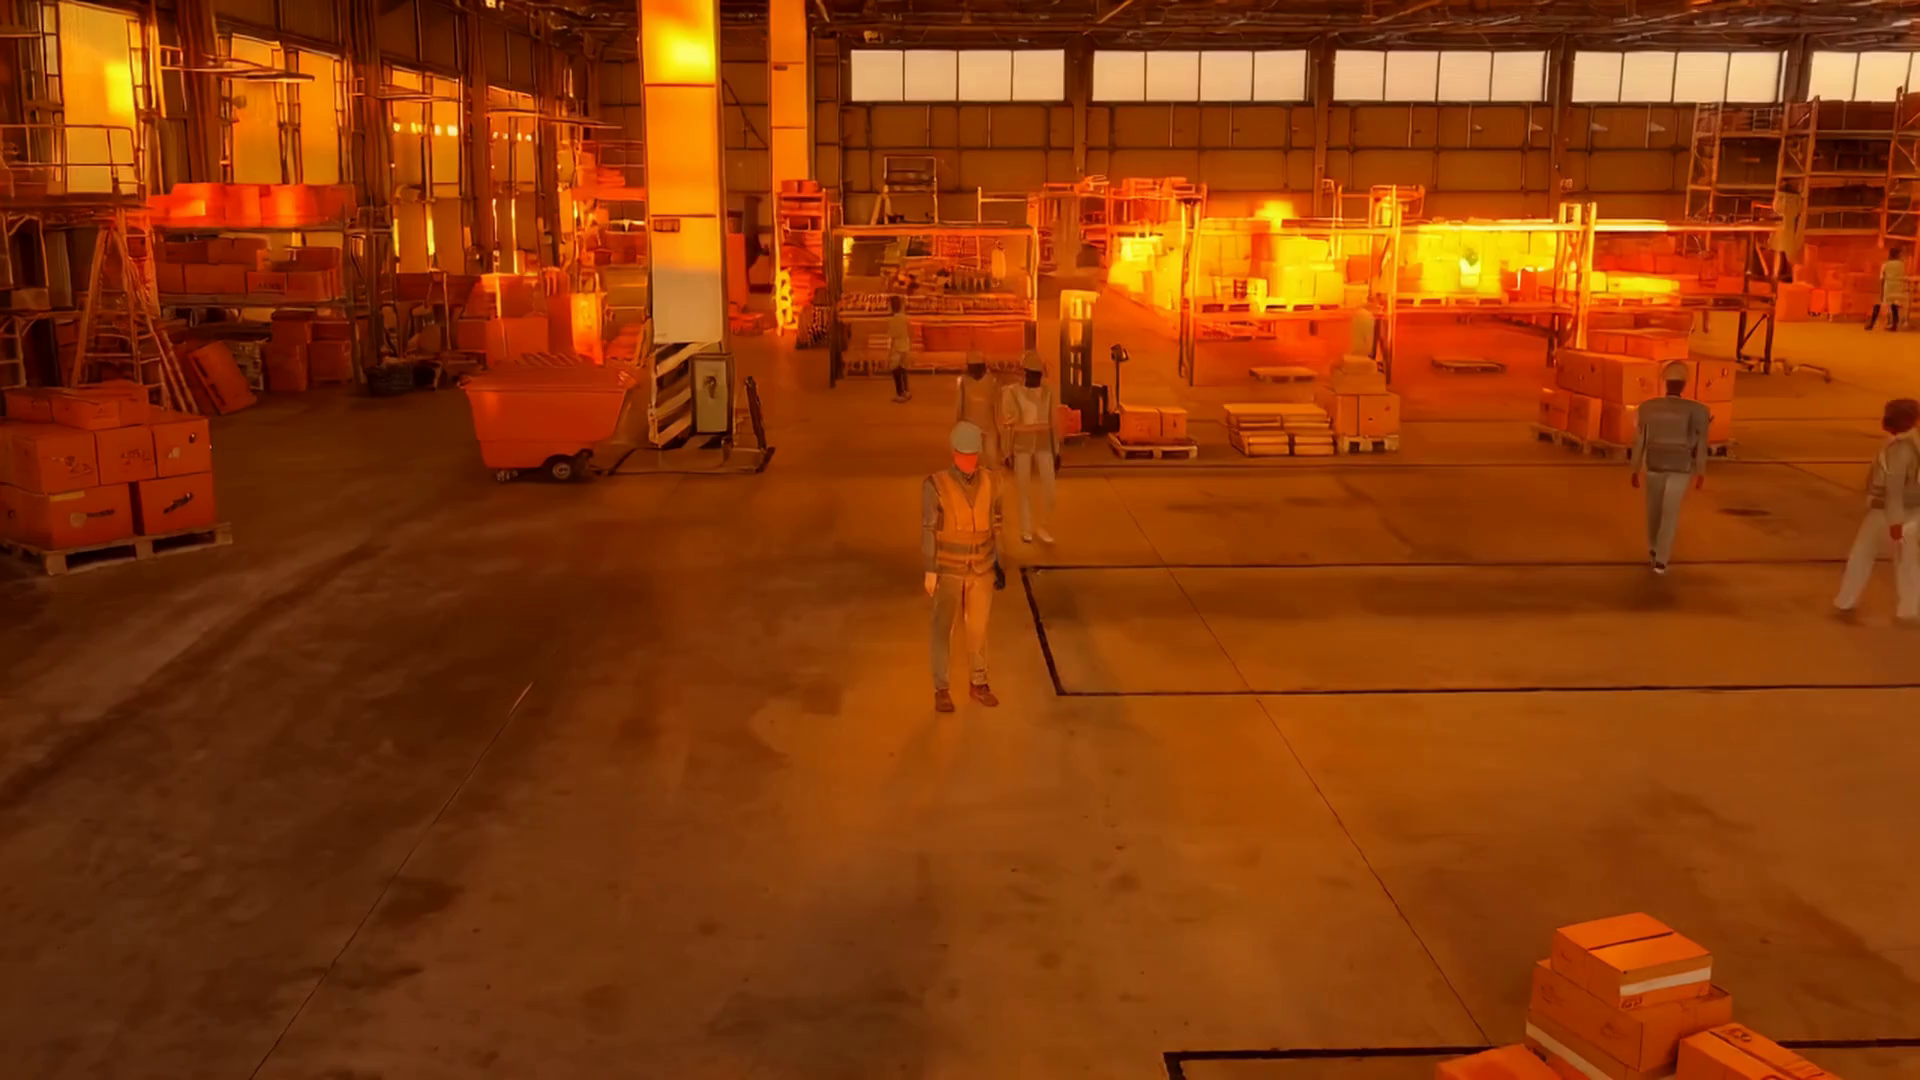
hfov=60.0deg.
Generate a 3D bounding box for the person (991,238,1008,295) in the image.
[{"bbox_3d":[0.922,-6.663,42.033,0.896,1.910,0.638,6,14,26],"label":"person"}]

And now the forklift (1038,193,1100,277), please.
[{"bbox_3d":[3.751,-10.391,56.636,1.873,2.768,1.129,-7,14,-28],"label":"forklift"}]

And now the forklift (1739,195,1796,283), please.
[{"bbox_3d":[26.290,-9.672,53.391,1.873,2.768,1.129,0,12,-2],"label":"forklift"}]

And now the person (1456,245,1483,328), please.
[{"bbox_3d":[11.762,-5.879,38.499,0.609,1.901,0.625,0,12,2],"label":"person"}]

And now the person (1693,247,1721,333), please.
[{"bbox_3d":[16.646,-5.569,37.060,0.557,1.924,0.495,0,12,-1],"label":"person"}]

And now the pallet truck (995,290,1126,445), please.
[{"bbox_3d":[1.257,-2.299,22.111,1.885,1.965,0.823,-9,15,-35],"label":"pallet truck"}]

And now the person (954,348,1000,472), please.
[{"bbox_3d":[0.184,-1.169,17.622,0.505,1.727,0.617,-1,13,-5],"label":"person"}]

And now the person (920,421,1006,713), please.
[{"bbox_3d":[0.025,0.170,11.076,0.608,1.948,0.389,-6,14,-24],"label":"person"}]

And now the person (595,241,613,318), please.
[{"bbox_3d":[-8.688,-6.333,40.575,0.554,1.891,1.018,1,12,2],"label":"person"}]

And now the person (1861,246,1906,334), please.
[{"bbox_3d":[20.677,-5.587,37.118,0.636,1.917,0.989,-3,13,-12],"label":"person"}]

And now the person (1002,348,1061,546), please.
[{"bbox_3d":[0.702,-0.876,15.877,0.616,1.904,0.572,-4,13,-17],"label":"person"}]

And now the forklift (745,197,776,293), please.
[{"bbox_3d":[-6.030,-8.607,48.580,1.873,2.768,1.129,0,12,-2],"label":"forklift"}]

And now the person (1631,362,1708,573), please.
[{"bbox_3d":[6.420,-0.673,15.048,0.609,1.873,0.986,7,14,27],"label":"person"}]

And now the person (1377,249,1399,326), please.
[{"bbox_3d":[9.915,-5.890,38.670,0.520,1.844,0.331,3,13,15],"label":"person"}]

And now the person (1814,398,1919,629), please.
[{"bbox_3d":[7.279,-0.225,13.177,0.633,1.811,0.837,-10,16,-39],"label":"person"}]

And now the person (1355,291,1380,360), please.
[{"bbox_3d":[6.232,-2.972,25.703,0.455,1.756,0.524,-1,13,-4],"label":"person"}]

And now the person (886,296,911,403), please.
[{"bbox_3d":[-0.962,-2.955,25.812,0.360,1.672,0.610,4,13,18],"label":"person"}]

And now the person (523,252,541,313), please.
[{"bbox_3d":[-10.445,-6.208,40.602,0.517,1.632,0.311,9,15,35],"label":"person"}]
